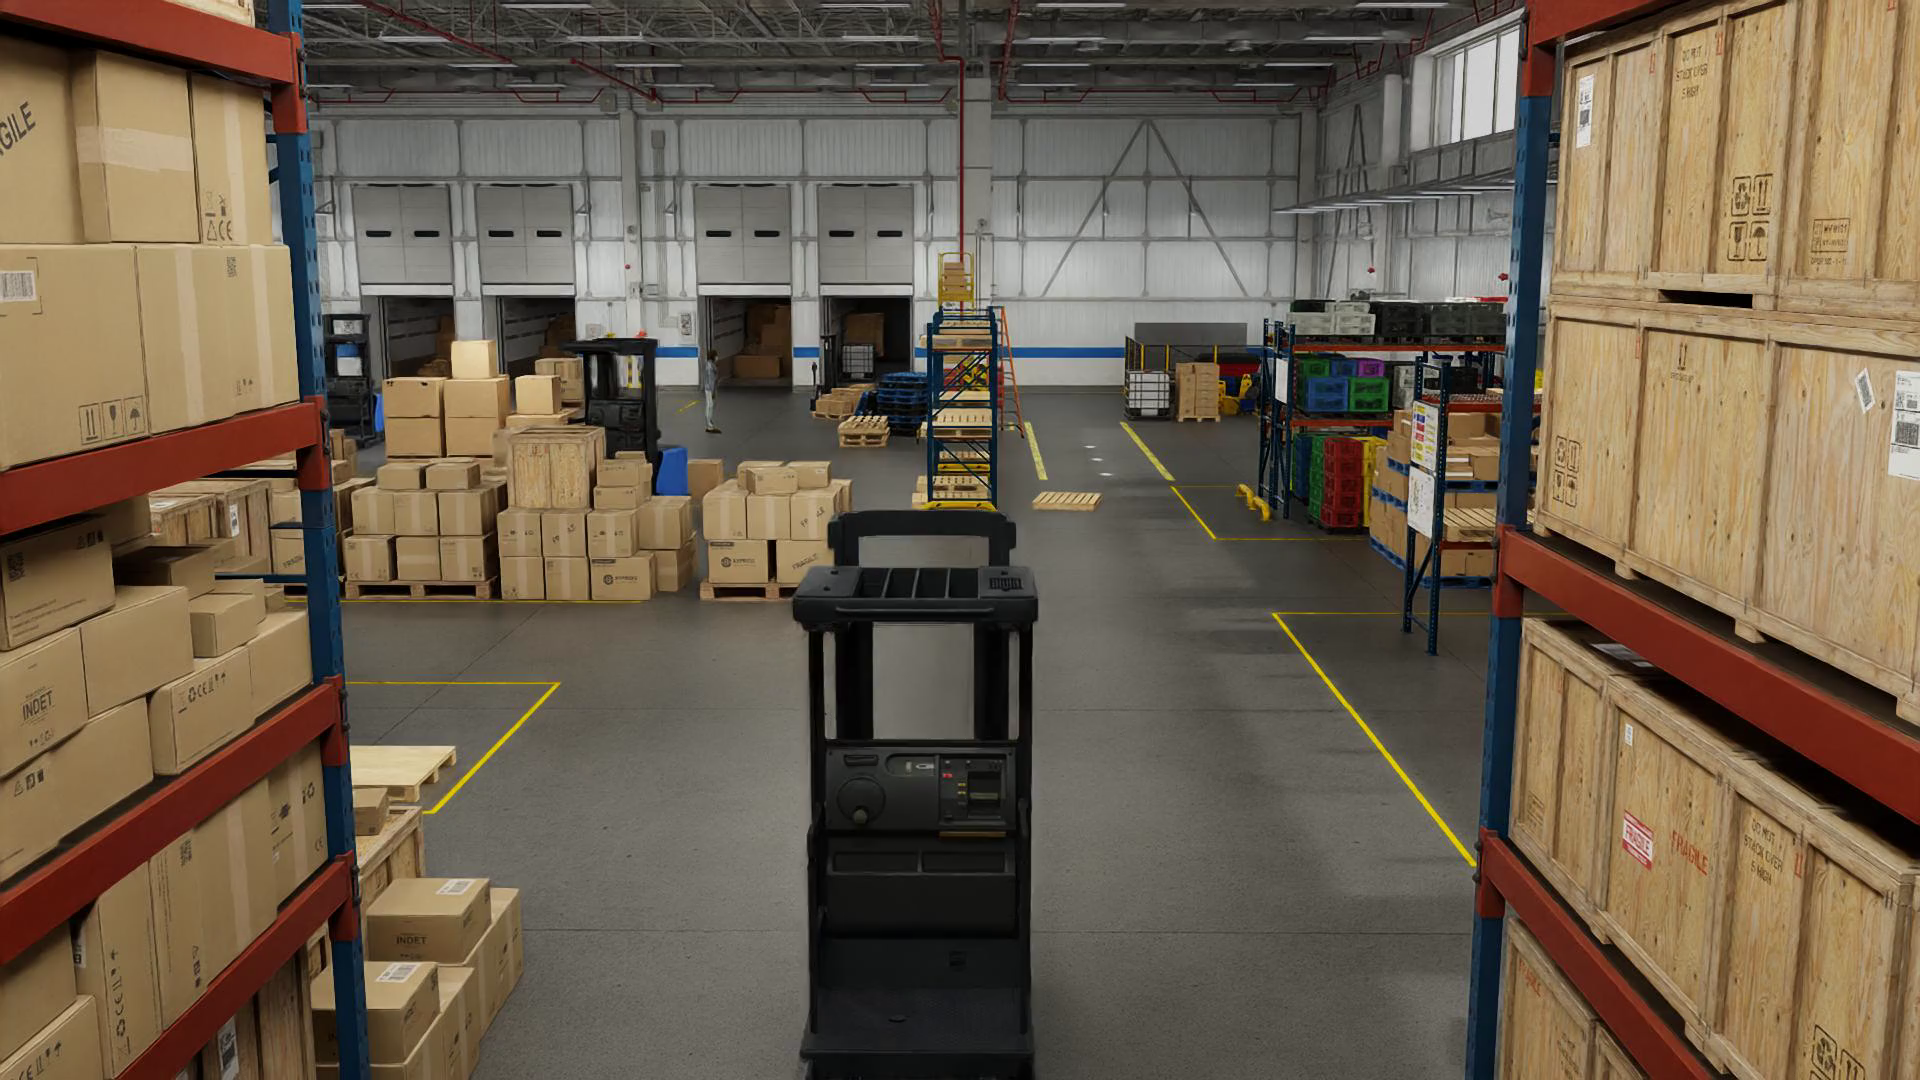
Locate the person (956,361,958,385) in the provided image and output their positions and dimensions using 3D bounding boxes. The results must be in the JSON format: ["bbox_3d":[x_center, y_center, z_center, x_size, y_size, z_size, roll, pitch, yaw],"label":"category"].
[{"bbox_3d":[0.154,-3.995,41.623,0.584,1.882,0.344,7,12,37],"label":"person"}]

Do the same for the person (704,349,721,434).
[{"bbox_3d":[-5.678,-3.399,38.026,0.354,1.938,0.636,-3,10,-15],"label":"person"}]

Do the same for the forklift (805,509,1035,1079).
[{"bbox_3d":[-0.186,1.241,8.542,1.129,2.768,1.873,0,10,1],"label":"forklift"}]

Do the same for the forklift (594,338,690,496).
[{"bbox_3d":[-5.075,-1.703,25.527,1.129,2.768,1.873,4,10,20],"label":"forklift"}]

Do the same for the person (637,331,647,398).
[{"bbox_3d":[-8.925,-4.943,46.974,0.543,1.929,0.387,7,12,37],"label":"person"}]

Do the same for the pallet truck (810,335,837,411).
[{"bbox_3d":[-3.021,-4.312,43.126,1.885,1.965,0.823,3,10,17],"label":"pallet truck"}]

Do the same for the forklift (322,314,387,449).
[{"bbox_3d":[-12.976,-3.414,35.398,1.129,2.768,1.873,0,10,1],"label":"forklift"}]
